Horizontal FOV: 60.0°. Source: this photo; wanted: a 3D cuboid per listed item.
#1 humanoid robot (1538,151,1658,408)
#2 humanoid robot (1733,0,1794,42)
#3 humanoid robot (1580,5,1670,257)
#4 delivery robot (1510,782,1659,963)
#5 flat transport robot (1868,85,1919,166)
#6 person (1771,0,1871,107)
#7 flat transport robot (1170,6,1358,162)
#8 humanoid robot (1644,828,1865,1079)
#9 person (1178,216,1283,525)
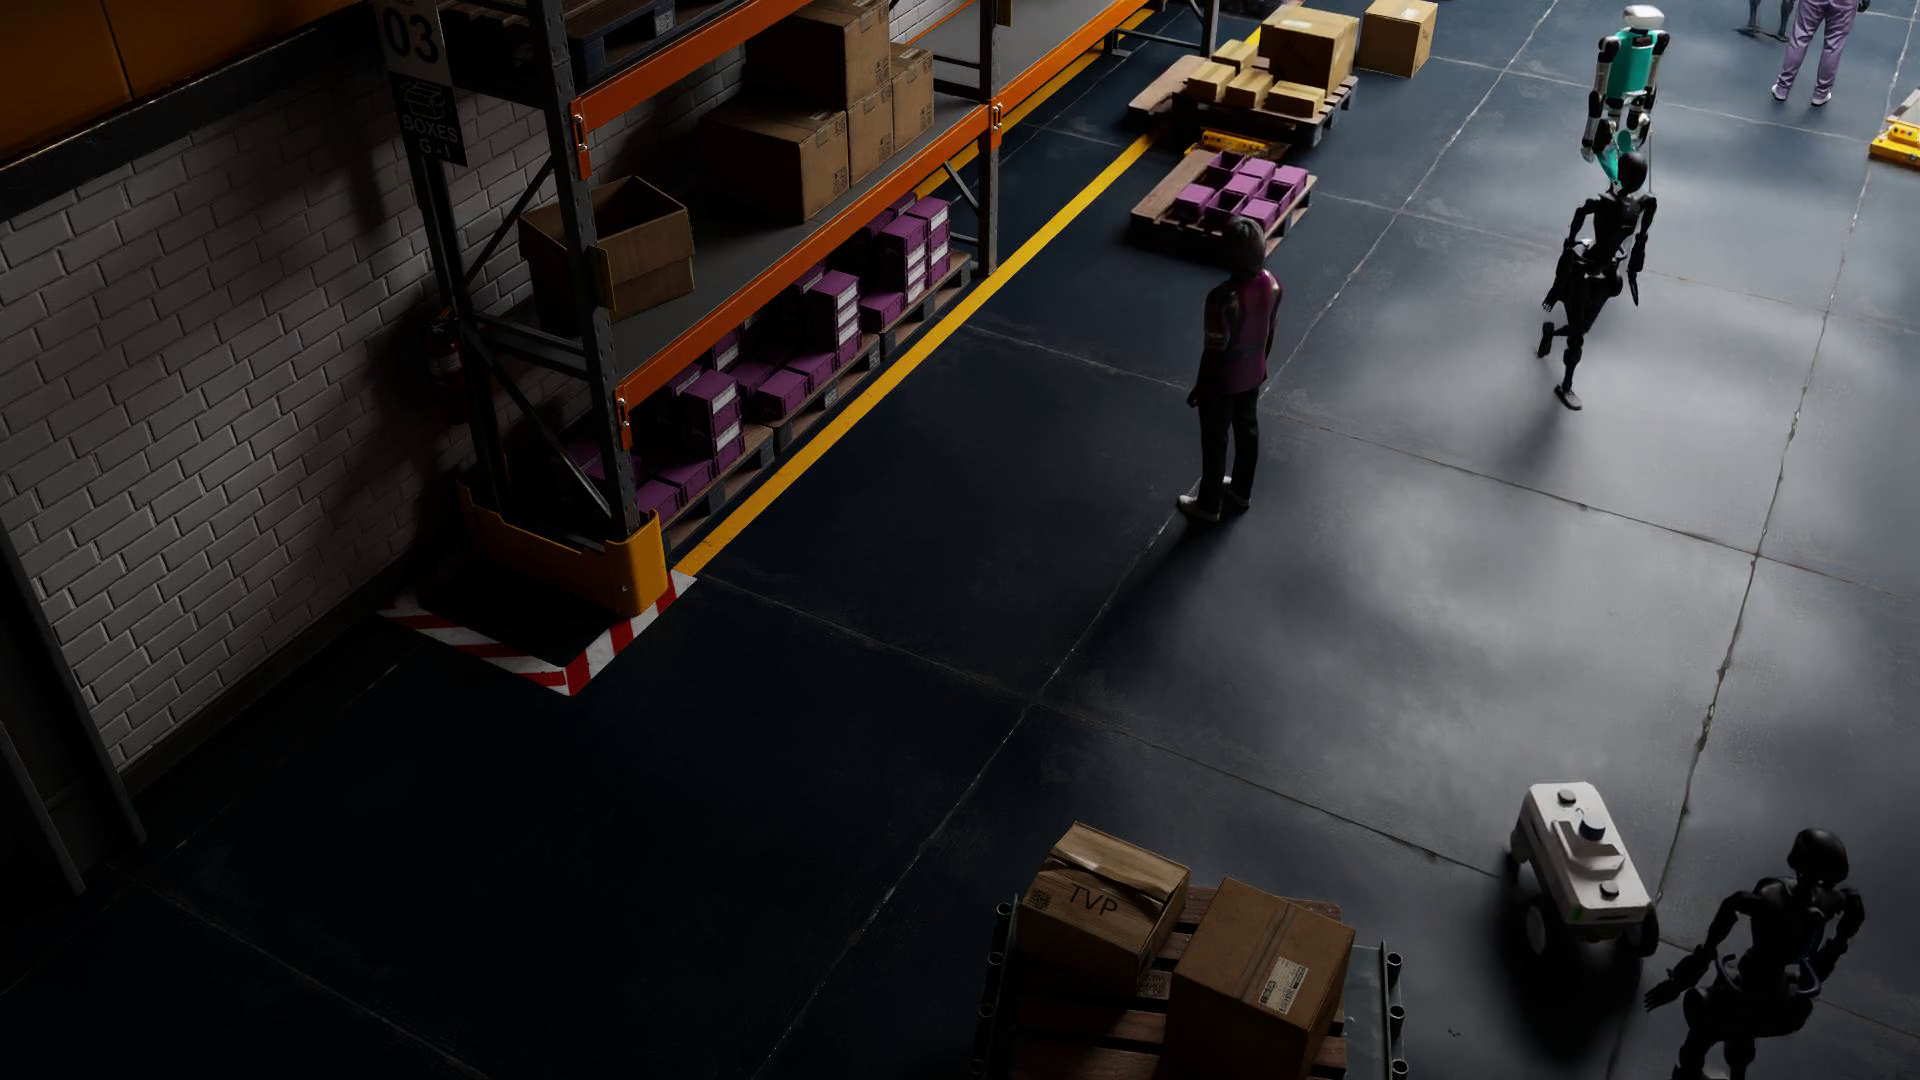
[{"bbox_3d":[3.855,-1.675,10.229,0.602,1.637,0.742,-8,39,-9],"label":"humanoid robot"},{"bbox_3d":[7.338,-5.253,14.664,0.611,1.641,0.457,-17,42,-20],"label":"humanoid robot"},{"bbox_3d":[4.617,-2.657,11.460,0.543,1.899,0.717,-14,41,-17],"label":"humanoid robot"},{"bbox_3d":[2.689,1.441,7.204,0.499,0.614,0.803,-2,39,-3],"label":"delivery robot"},{"bbox_3d":[7.910,-3.347,13.403,0.659,0.231,1.431,28,46,30],"label":"flat transport robot"},{"bbox_3d":[7.098,-4.486,13.518,0.635,1.910,0.408,17,42,20],"label":"person"},{"bbox_3d":[2.386,-3.317,13.366,0.659,0.231,1.431,20,43,23],"label":"flat transport robot"},{"bbox_3d":[2.844,1.627,6.057,0.595,1.652,0.357,-2,39,-3],"label":"humanoid robot"},{"bbox_3d":[1.479,-0.913,9.097,0.525,1.845,0.323,-22,44,-25],"label":"person"}]
